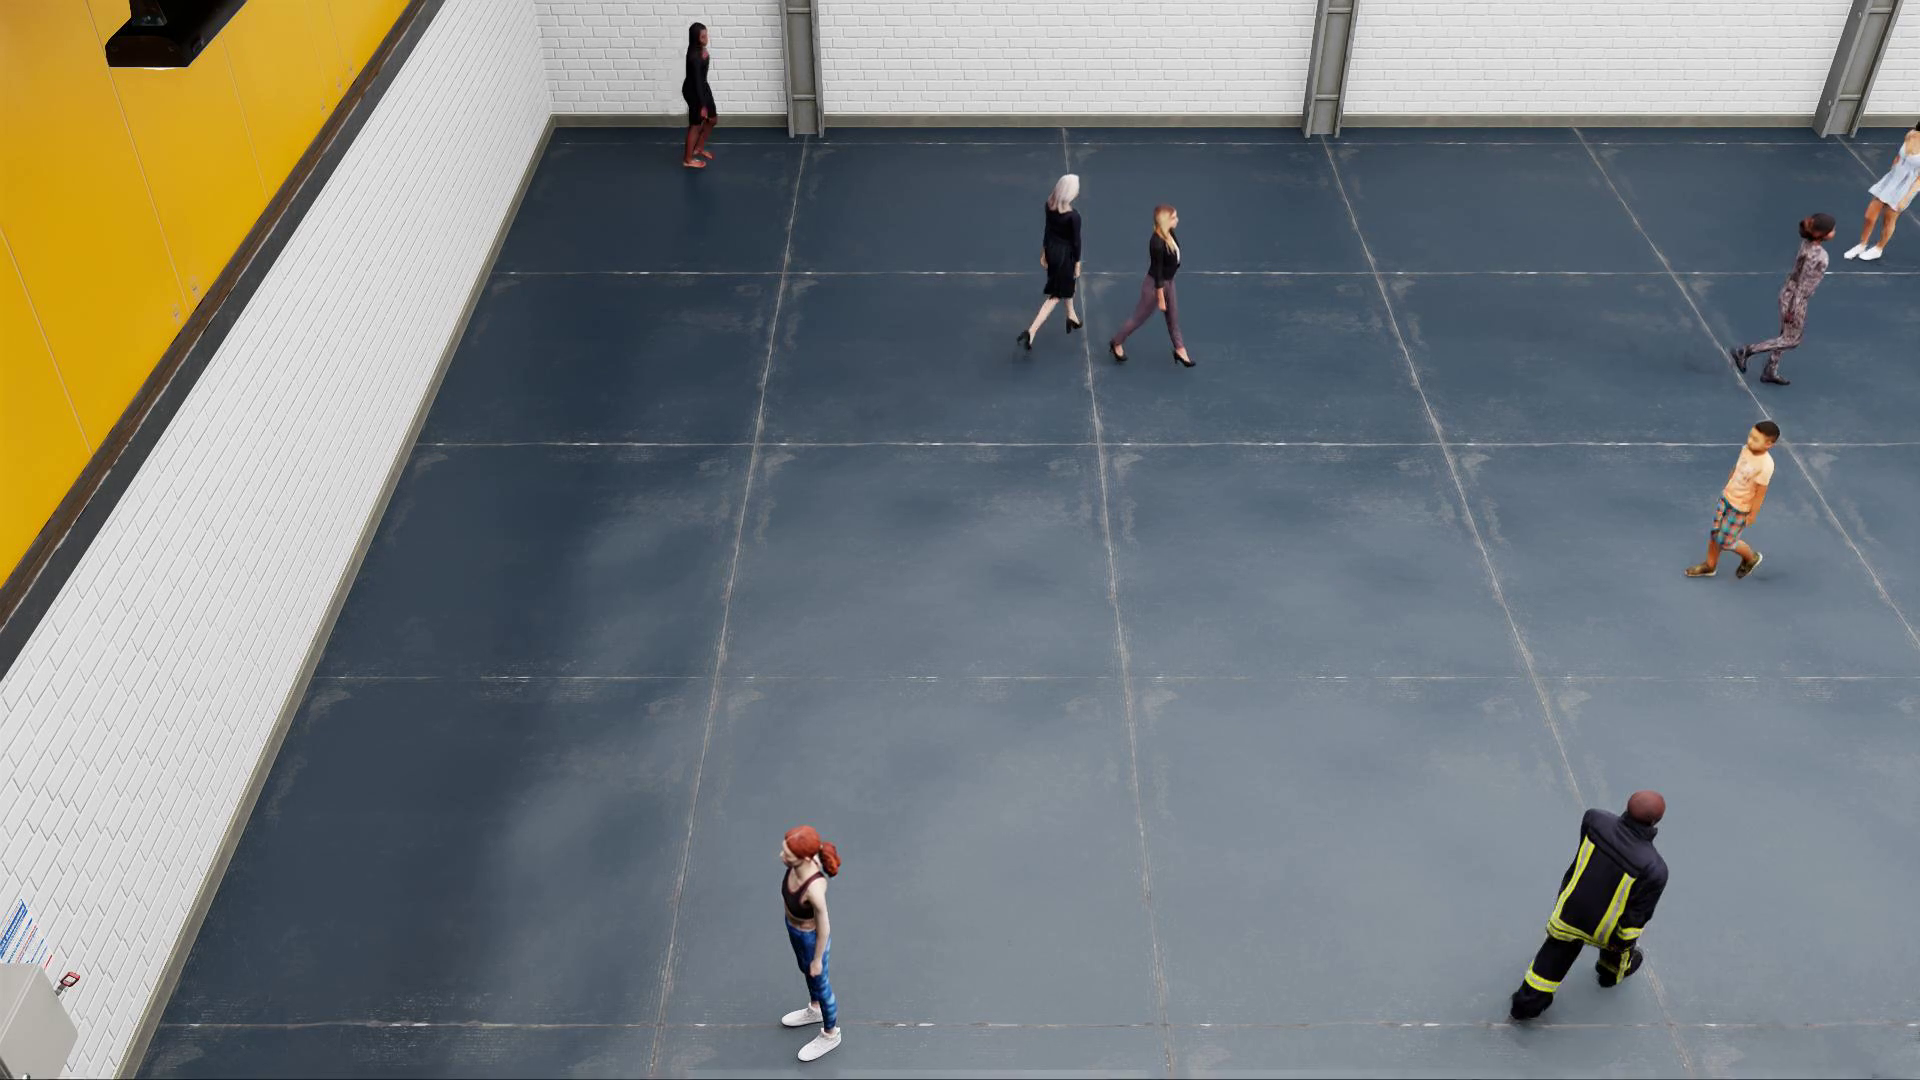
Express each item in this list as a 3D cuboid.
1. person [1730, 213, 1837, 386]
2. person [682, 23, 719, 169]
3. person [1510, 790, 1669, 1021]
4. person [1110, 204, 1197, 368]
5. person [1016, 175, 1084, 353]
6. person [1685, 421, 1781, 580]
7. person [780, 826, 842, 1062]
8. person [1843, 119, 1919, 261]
[{"bbox_3d":[7.324,-2.137,14.778,0.886,1.703,0.732,14,41,17],"label":"person"},{"bbox_3d":[-2.922,-4.843,18.178,0.679,1.688,0.653,-2,39,-3],"label":"person"},{"bbox_3d":[3.579,2.088,9.423,1.308,1.783,1.159,-23,44,-27],"label":"person"},{"bbox_3d":[1.685,-2.257,14.993,1.117,1.621,0.827,12,40,14],"label":"person"},{"bbox_3d":[0.868,-2.492,15.220,1.175,1.705,1.065,-28,46,-30],"label":"person"},{"bbox_3d":[5.989,-0.287,12.664,0.767,1.450,0.586,-5,39,-7],"label":"person"},{"bbox_3d":[-0.839,2.220,9.256,0.700,1.785,0.661,-16,41,-19],"label":"person"},{"bbox_3d":[9.391,-3.484,16.467,0.758,1.699,0.733,-10,40,-12],"label":"person"}]
